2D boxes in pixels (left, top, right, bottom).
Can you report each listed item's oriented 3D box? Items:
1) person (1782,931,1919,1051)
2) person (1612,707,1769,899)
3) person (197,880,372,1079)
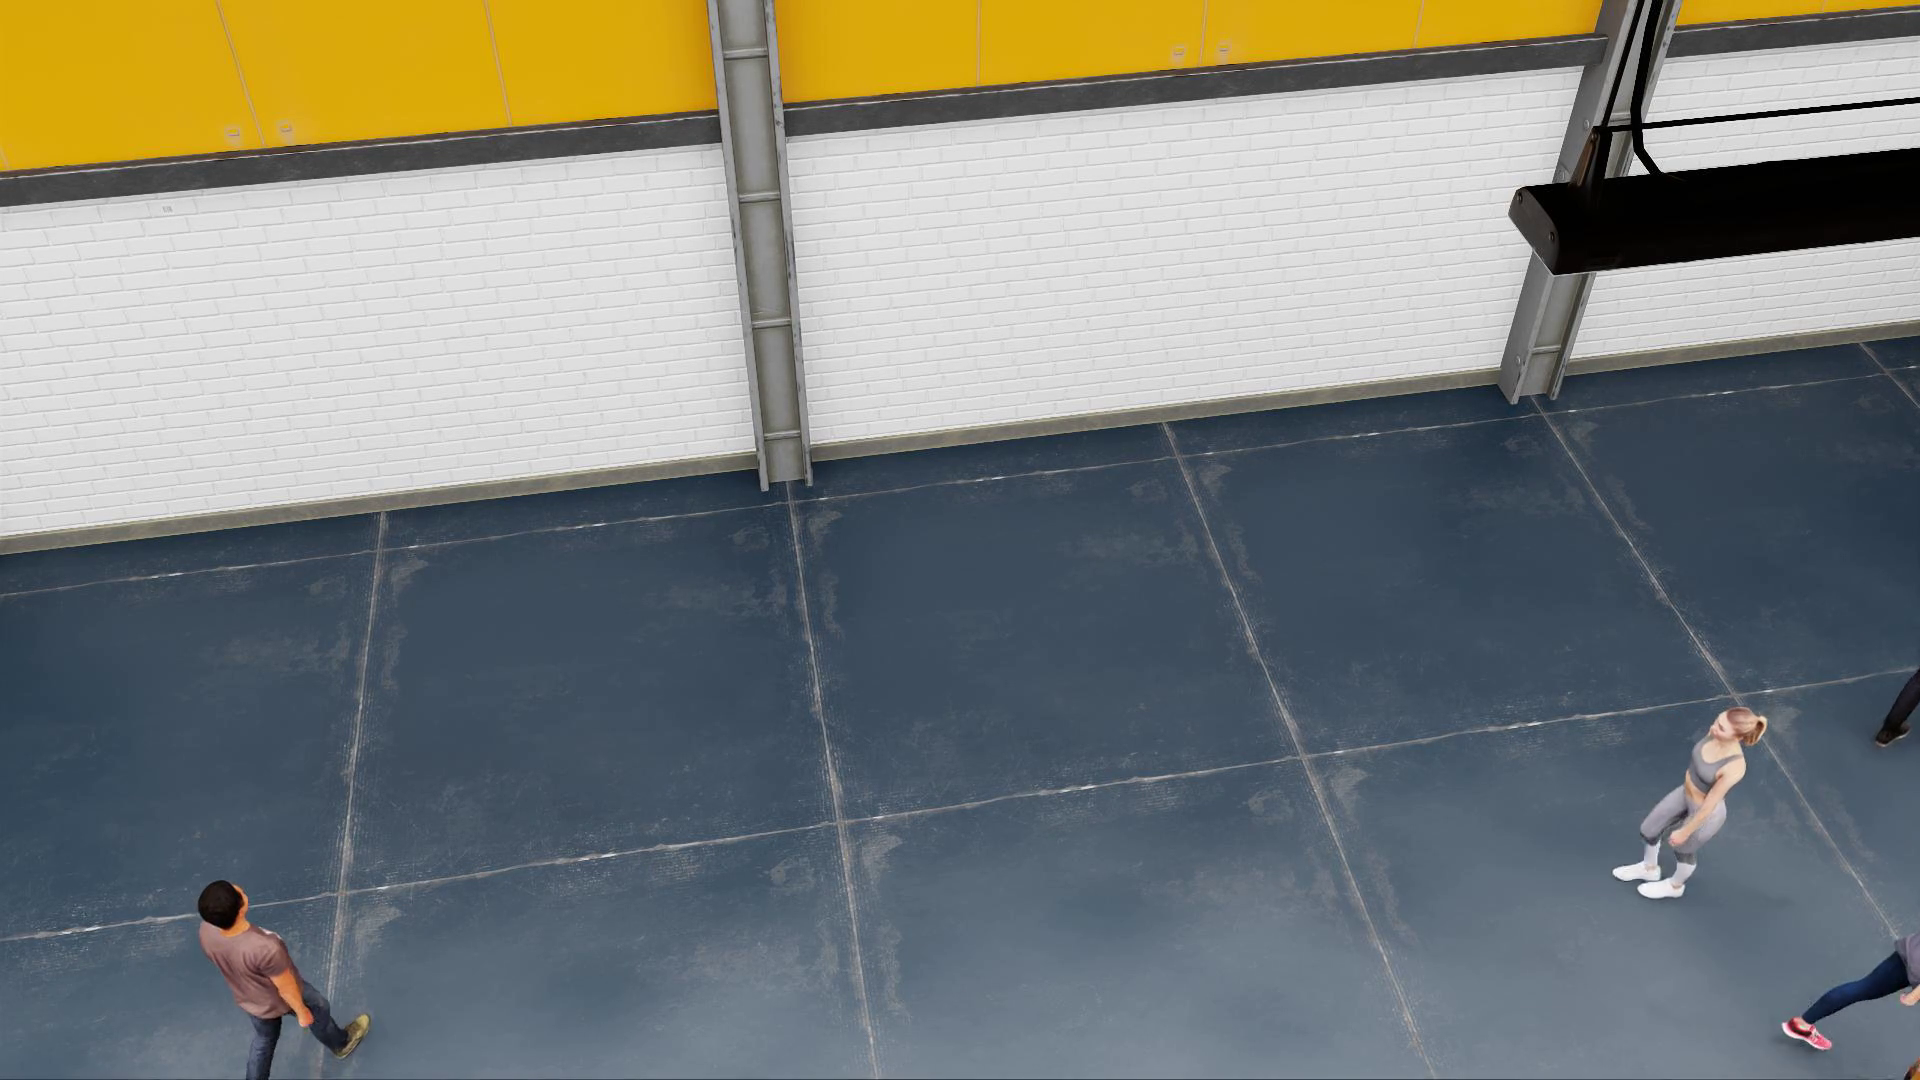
[{"bbox_3d":[4.890,2.239,8.610,1.326,1.653,0.966,11,45,11],"label":"person"},{"bbox_3d":[4.230,1.517,9.342,0.656,1.689,0.604,0,44,0],"label":"person"},{"bbox_3d":[-3.554,2.350,8.424,1.092,1.749,1.043,14,45,15],"label":"person"}]
